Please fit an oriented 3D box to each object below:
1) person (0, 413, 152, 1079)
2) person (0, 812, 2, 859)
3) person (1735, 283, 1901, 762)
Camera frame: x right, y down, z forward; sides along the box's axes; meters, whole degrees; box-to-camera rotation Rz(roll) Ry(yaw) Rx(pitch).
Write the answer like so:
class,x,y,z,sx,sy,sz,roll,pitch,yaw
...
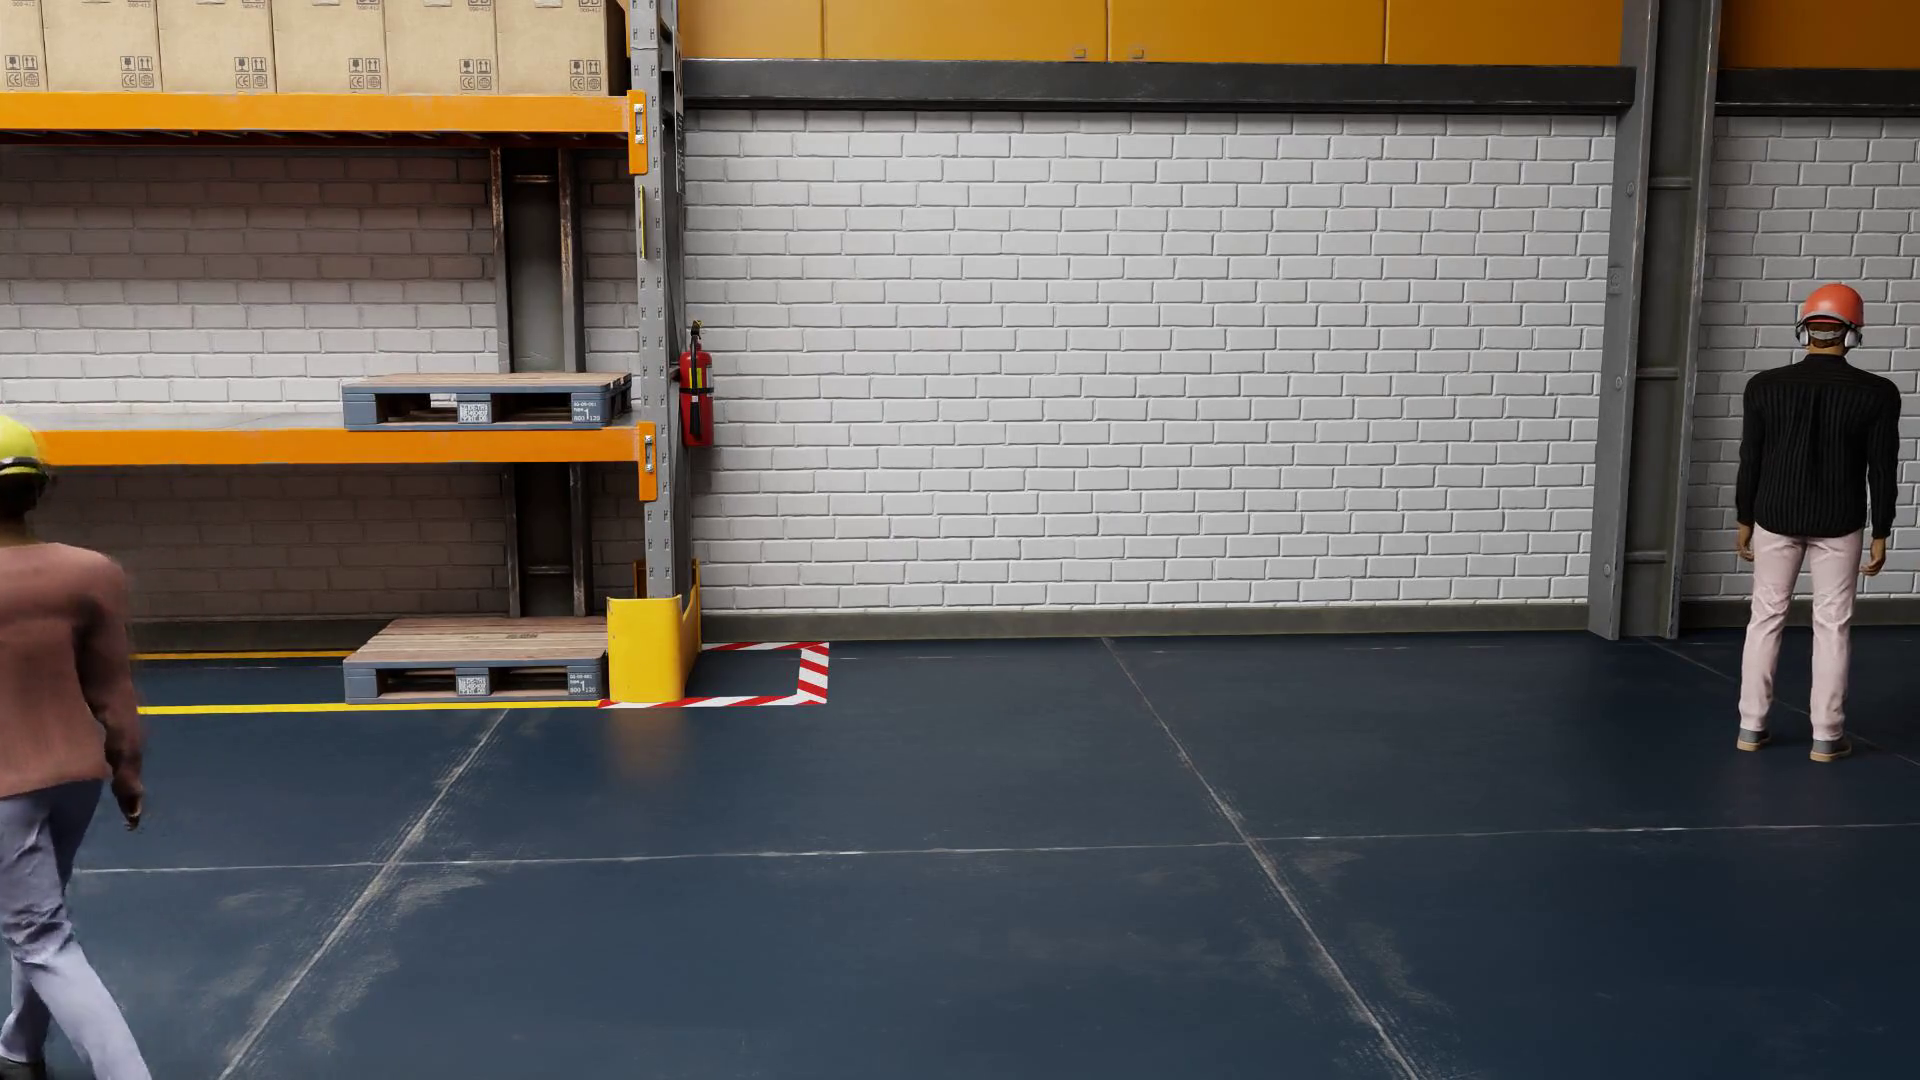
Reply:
class,x,y,z,sx,sy,sz,roll,pitch,yaw
person,-2.142,0.559,3.842,0.890,1.723,0.520,4,10,24
person,-1.922,0.666,2.701,0.654,1.873,0.663,8,12,43
person,3.580,-0.071,6.977,0.614,1.989,0.402,6,11,35
